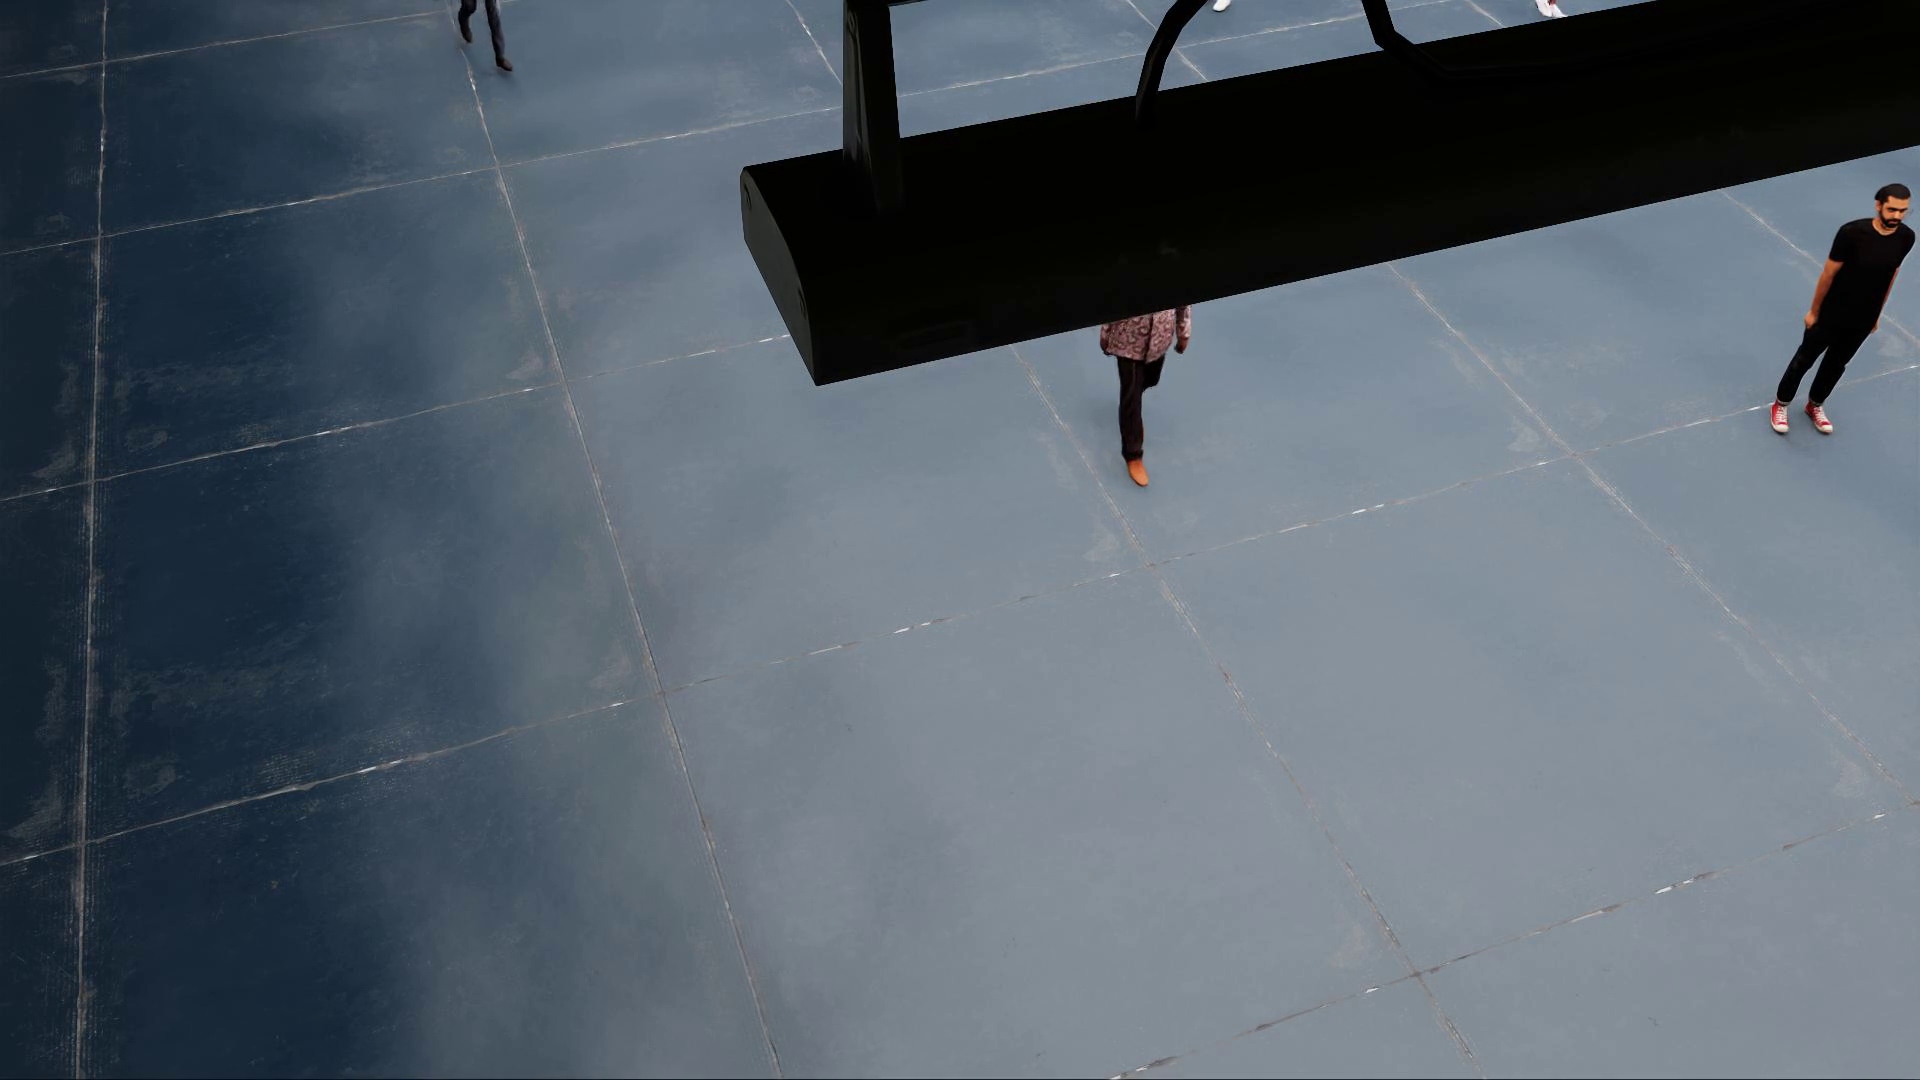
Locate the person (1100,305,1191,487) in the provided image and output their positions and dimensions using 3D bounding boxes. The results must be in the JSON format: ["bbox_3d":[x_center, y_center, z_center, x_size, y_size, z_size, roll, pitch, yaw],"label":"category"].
[{"bbox_3d":[1.110,-1.305,10.237,0.800,1.789,1.190,-9,44,-9],"label":"person"}]

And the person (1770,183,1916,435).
[{"bbox_3d":[5.546,-1.450,10.416,0.705,1.758,0.695,0,43,0],"label":"person"}]

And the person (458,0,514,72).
[{"bbox_3d":[-4.171,-4.897,14.107,0.802,1.759,1.125,-25,48,-24],"label":"person"}]
